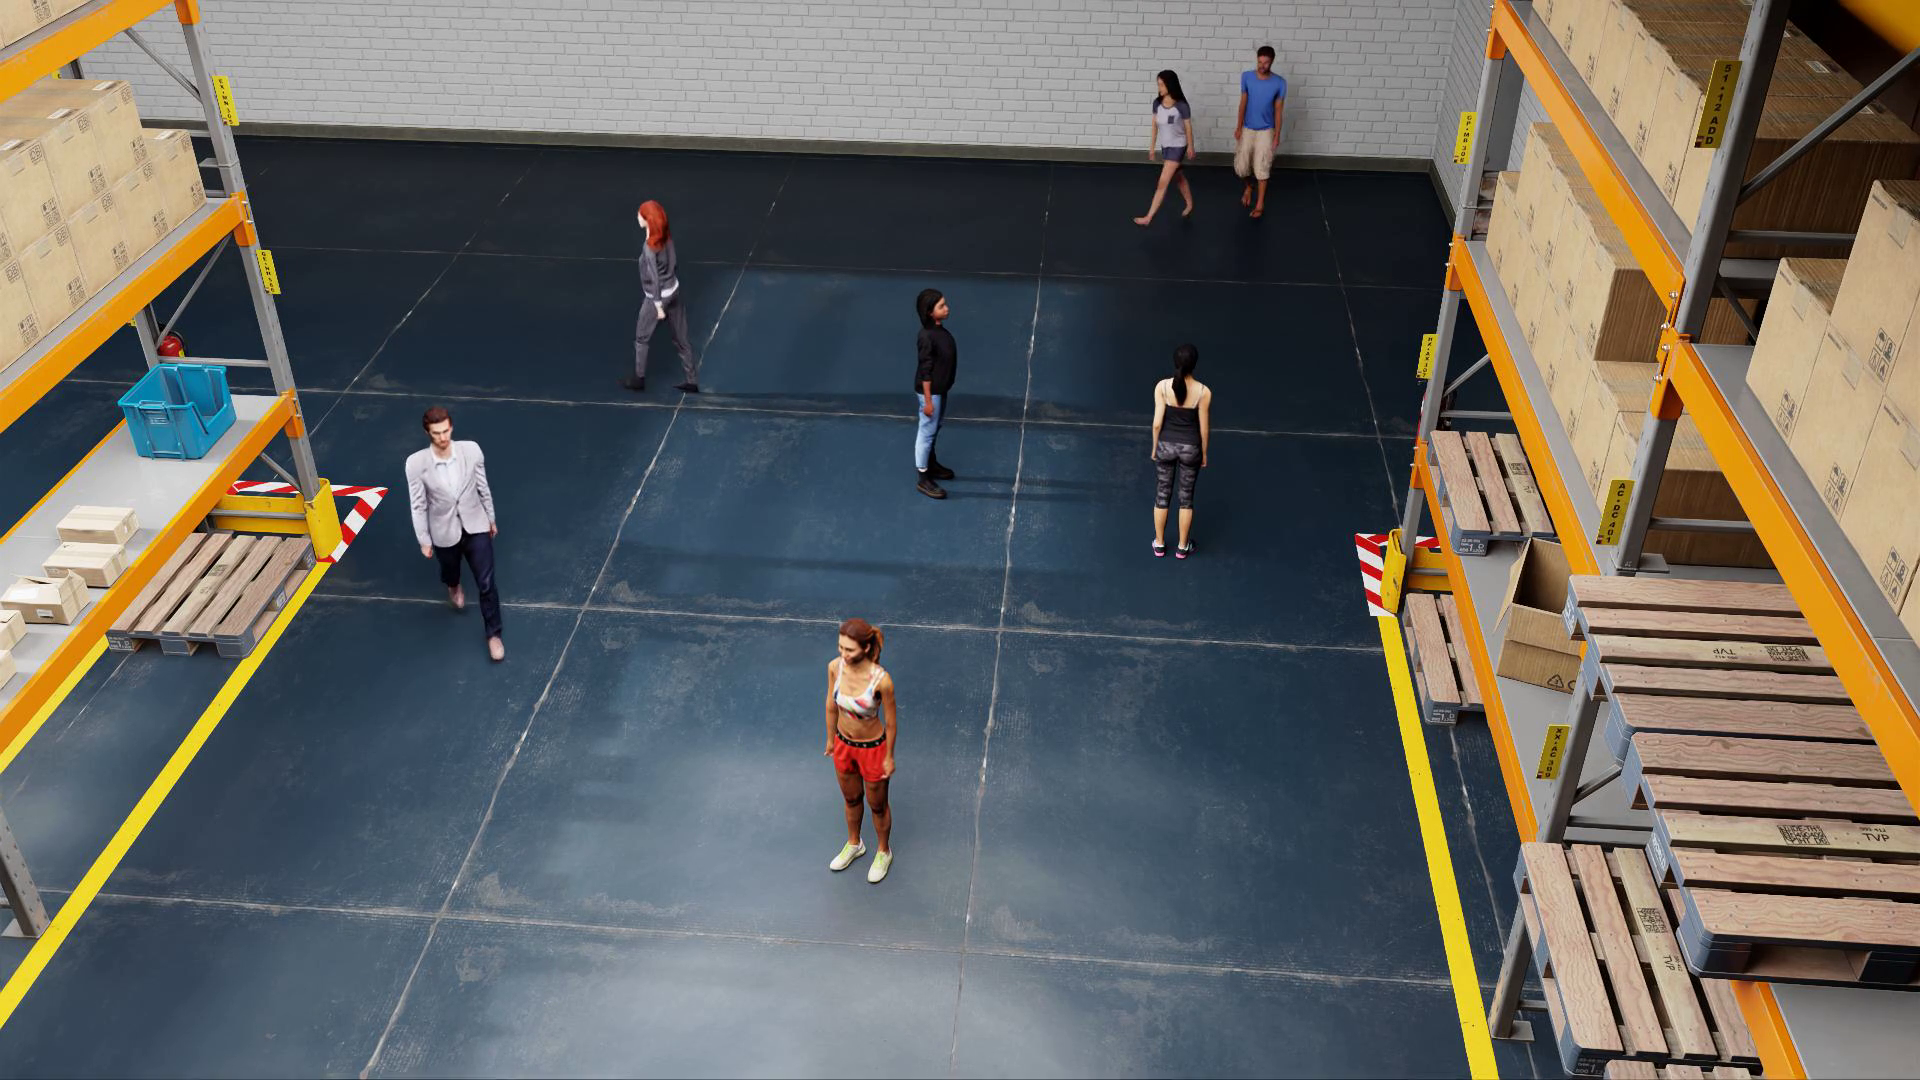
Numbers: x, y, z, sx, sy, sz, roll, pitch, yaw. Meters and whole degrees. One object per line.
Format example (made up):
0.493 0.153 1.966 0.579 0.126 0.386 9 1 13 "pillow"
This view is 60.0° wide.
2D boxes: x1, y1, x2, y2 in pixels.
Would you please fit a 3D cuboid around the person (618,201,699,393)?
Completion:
-2.453 -2.035 14.184 0.775 1.752 0.918 11 35 16 "person"

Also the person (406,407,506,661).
-3.403 -0.117 11.232 1.028 1.827 1.234 -14 36 -19 "person"

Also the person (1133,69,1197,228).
2.289 -4.079 17.369 1.152 1.631 1.103 -28 42 -35 "person"

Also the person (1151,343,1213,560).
1.591 -0.644 12.111 0.603 1.729 0.579 8 34 11 "person"

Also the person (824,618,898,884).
-0.541 1.169 9.330 0.654 1.790 0.647 15 37 22 "person"

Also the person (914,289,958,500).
-0.216 -1.162 12.917 0.671 1.701 0.529 9 35 13 "person"

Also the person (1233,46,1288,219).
3.182 -4.353 17.592 0.807 1.839 0.881 13 36 19 "person"
